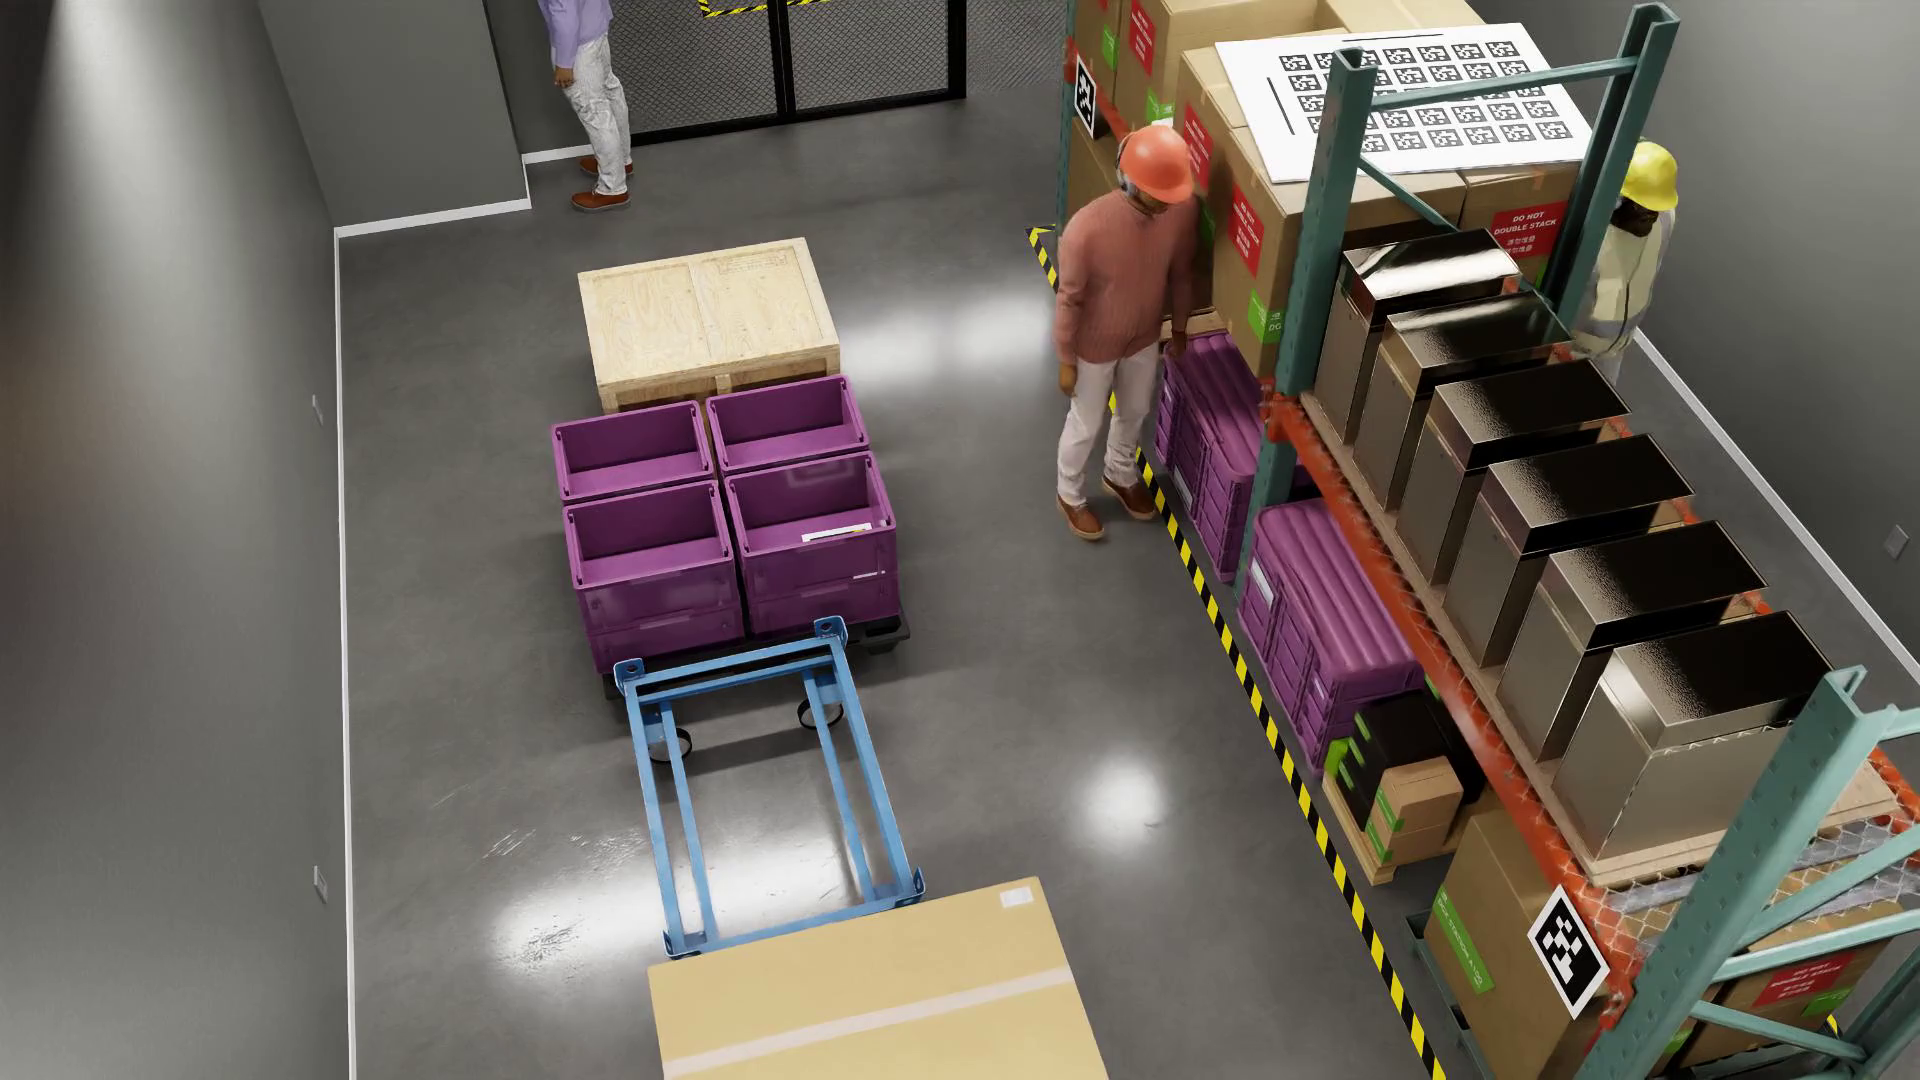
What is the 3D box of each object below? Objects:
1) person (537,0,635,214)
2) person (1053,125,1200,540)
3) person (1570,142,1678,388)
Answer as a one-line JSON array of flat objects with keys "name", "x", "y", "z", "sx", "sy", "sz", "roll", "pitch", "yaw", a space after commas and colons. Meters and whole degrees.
[{"name": "person", "x": -1.893, "y": -2.507, "z": 8.189, "sx": 0.369, "sy": 1.938, "sz": 0.630, "roll": 2, "pitch": 47, "yaw": 2}, {"name": "person", "x": 0.664, "y": -0.799, "z": 6.597, "sx": 0.634, "sy": 1.973, "sz": 0.450, "roll": -23, "pitch": 51, "yaw": -20}, {"name": "person", "x": 2.494, "y": -0.909, "z": 6.819, "sx": 0.607, "sy": 1.804, "sz": 0.881, "roll": -15, "pitch": 49, "yaw": -13}]
